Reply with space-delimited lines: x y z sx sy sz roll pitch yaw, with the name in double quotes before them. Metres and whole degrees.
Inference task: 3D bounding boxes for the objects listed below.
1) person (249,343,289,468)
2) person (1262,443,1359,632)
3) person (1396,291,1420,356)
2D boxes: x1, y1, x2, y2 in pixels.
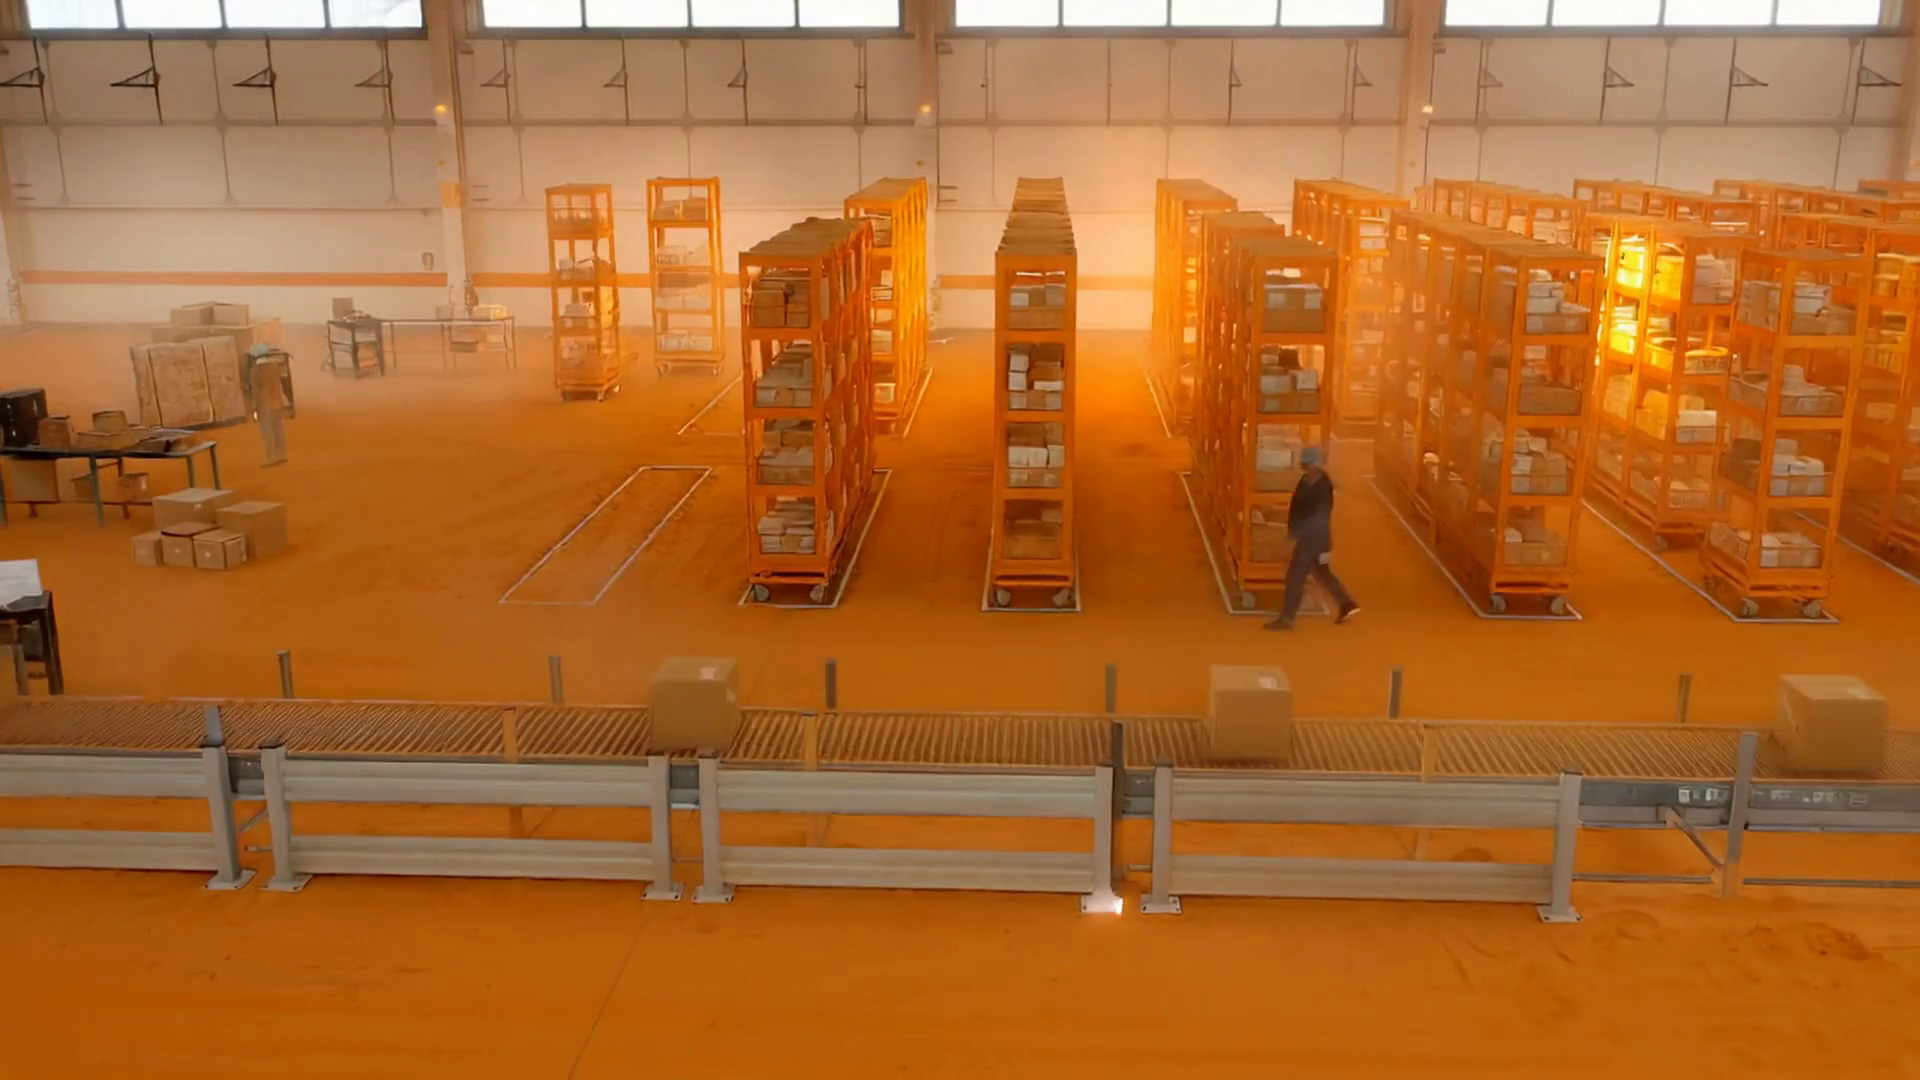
"person" -9.682 -1.884 23.213 0.345 1.746 0.573 5 16 19
"person" 3.462 -0.030 16.098 0.921 1.877 0.627 1 15 2
"person" 8.825 -4.418 32.517 0.777 1.809 0.599 -2 15 -7
